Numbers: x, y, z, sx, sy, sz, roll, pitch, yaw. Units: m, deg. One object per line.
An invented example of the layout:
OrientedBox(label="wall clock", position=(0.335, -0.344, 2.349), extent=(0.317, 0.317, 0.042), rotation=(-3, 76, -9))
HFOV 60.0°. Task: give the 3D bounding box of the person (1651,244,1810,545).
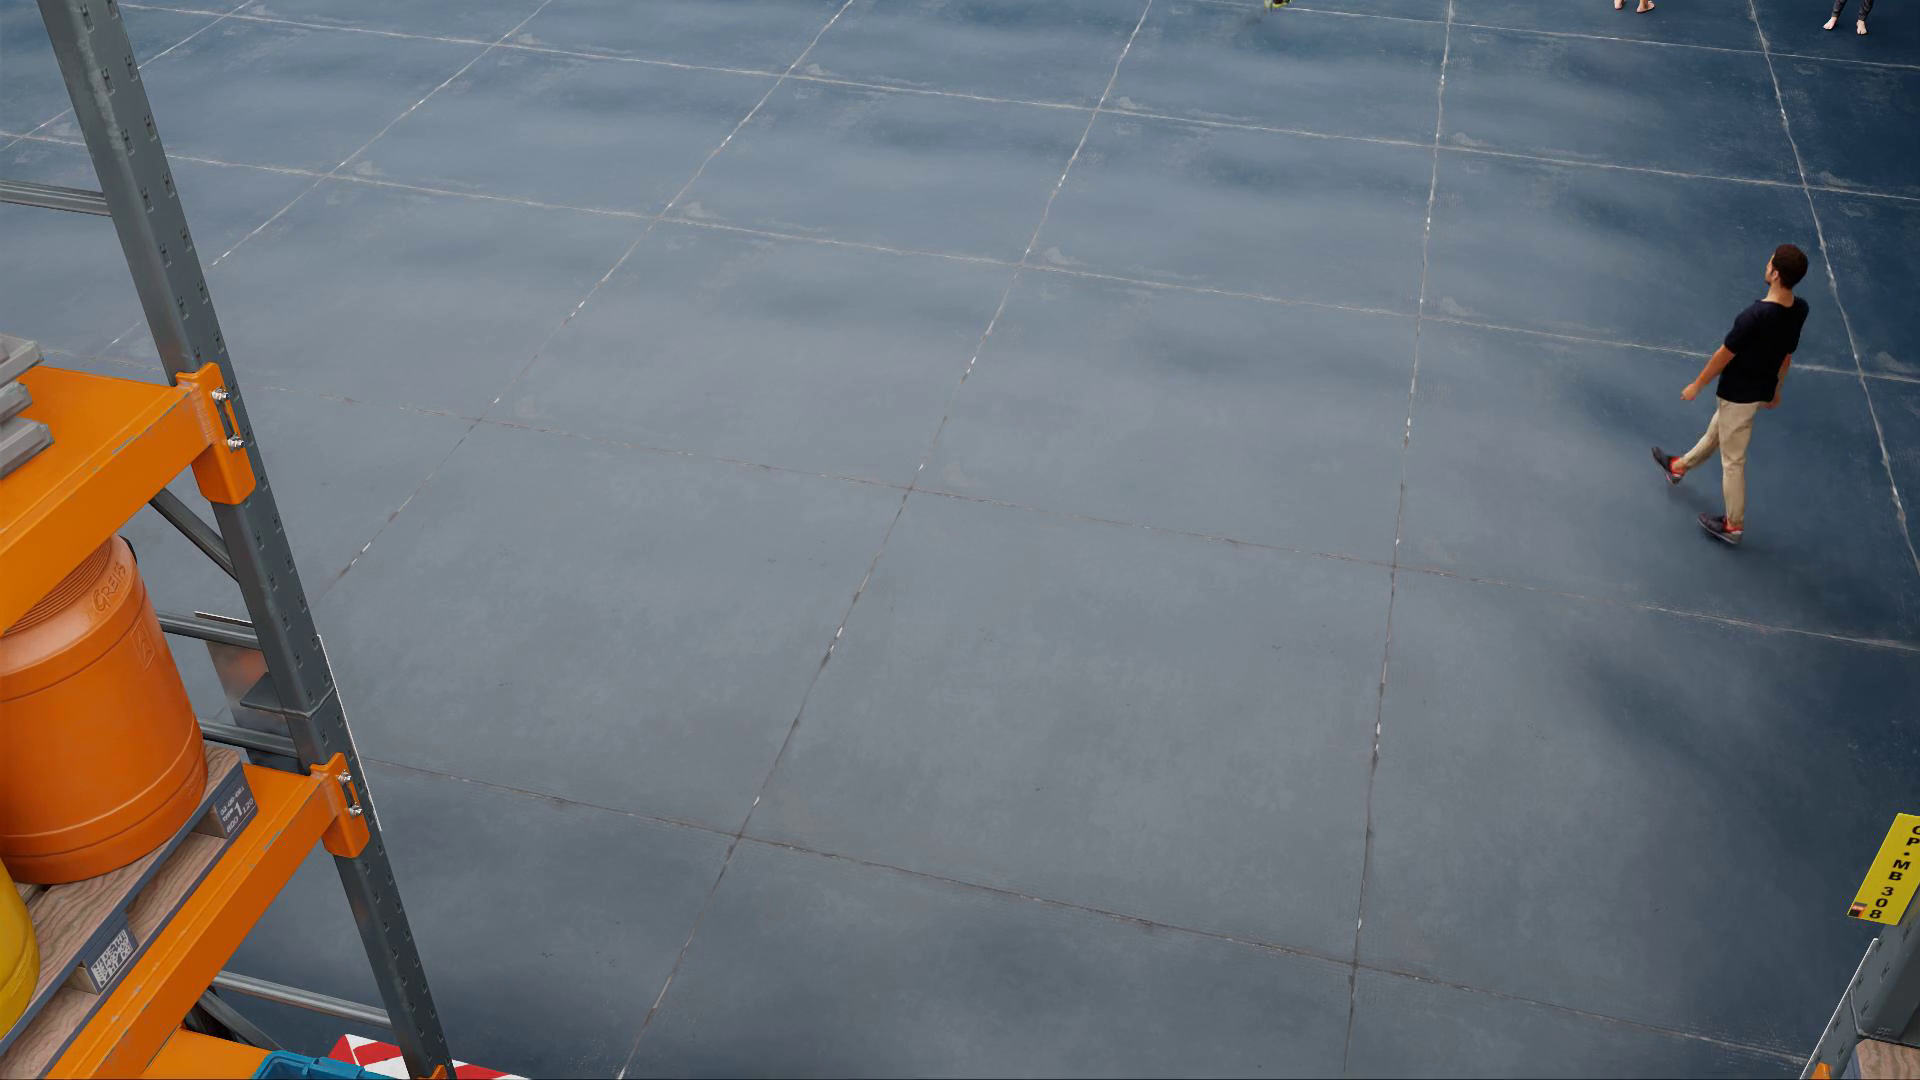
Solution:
OrientedBox(label="person", position=(4.596, -0.784, 9.595), extent=(1.084, 1.822, 1.134), rotation=(-21, 42, -24))
